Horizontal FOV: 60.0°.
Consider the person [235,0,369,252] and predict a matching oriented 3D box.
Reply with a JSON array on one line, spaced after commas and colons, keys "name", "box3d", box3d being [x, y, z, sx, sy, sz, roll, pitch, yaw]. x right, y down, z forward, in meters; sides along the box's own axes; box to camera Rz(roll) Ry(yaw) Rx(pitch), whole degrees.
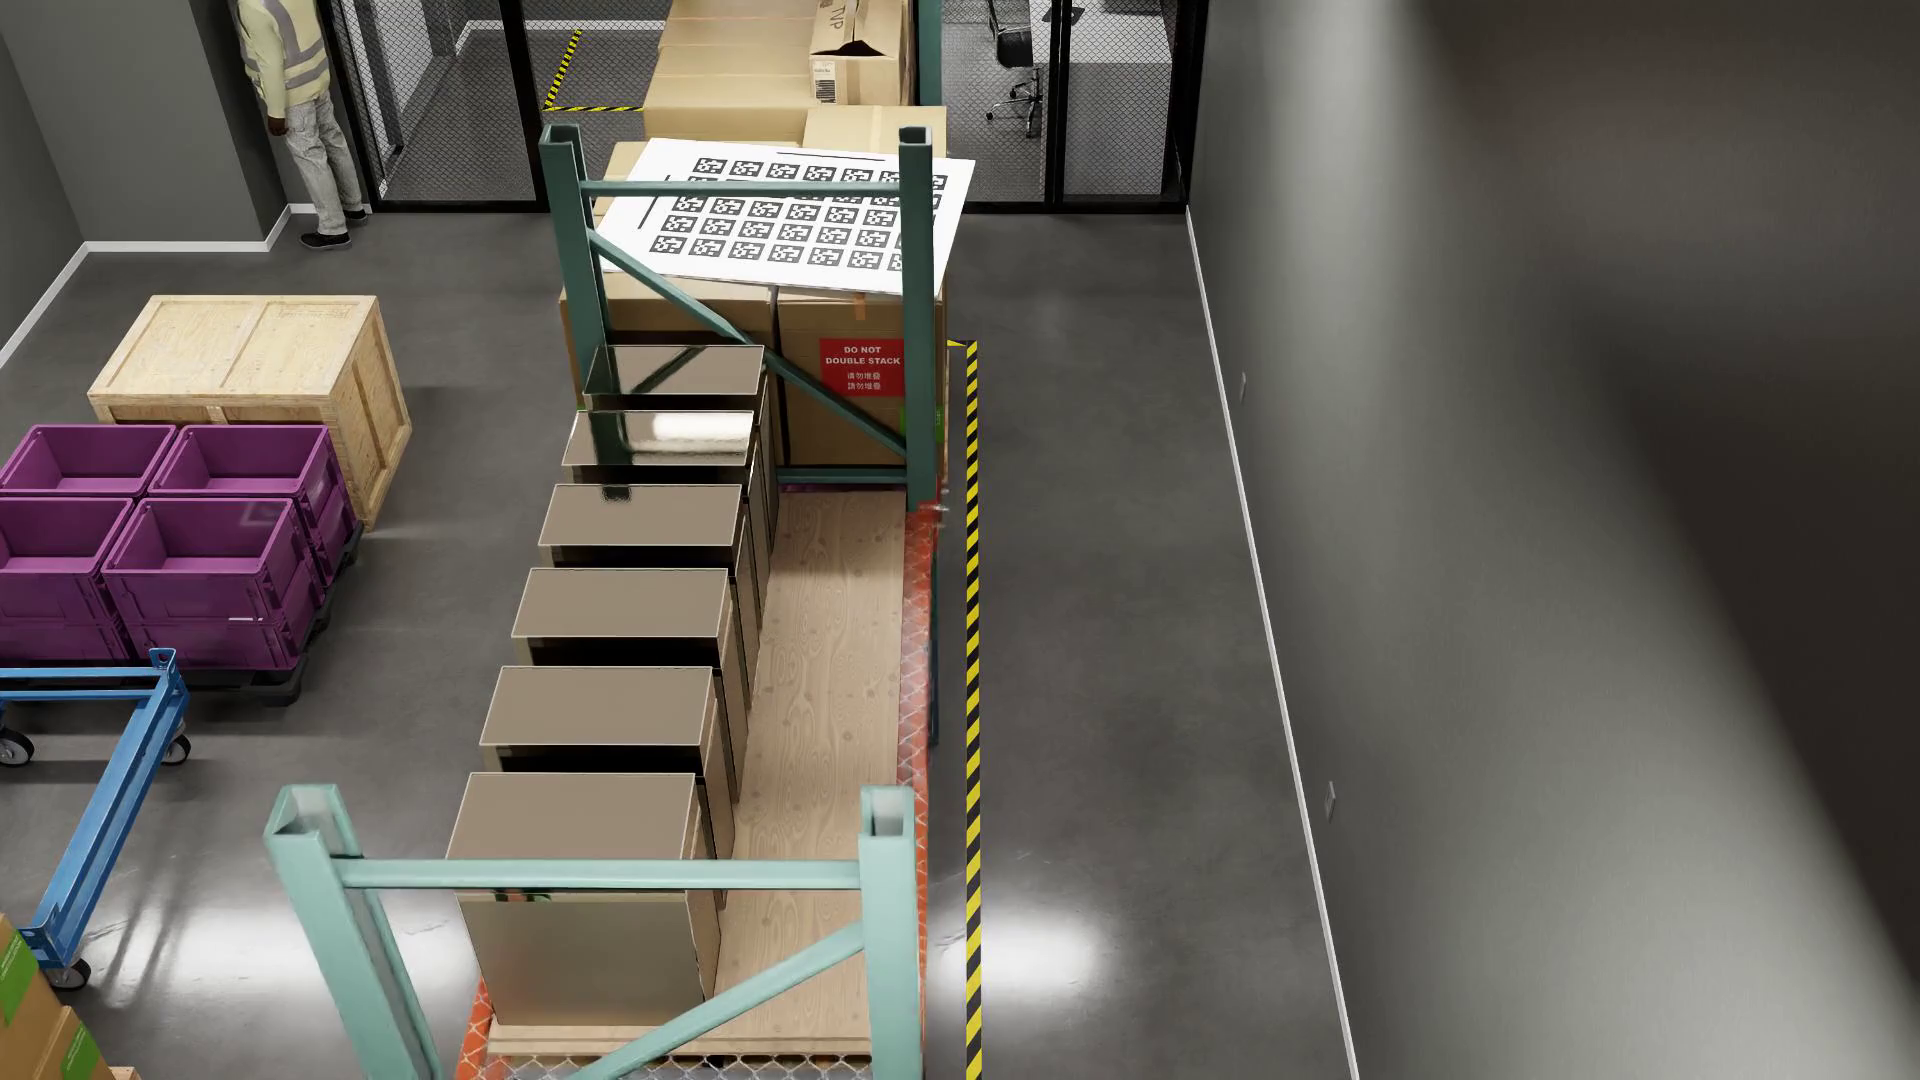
[{"name": "person", "box3d": [-3.494, -2.389, 8.696, 0.403, 1.830, 0.599, 5, 41, 6]}]
